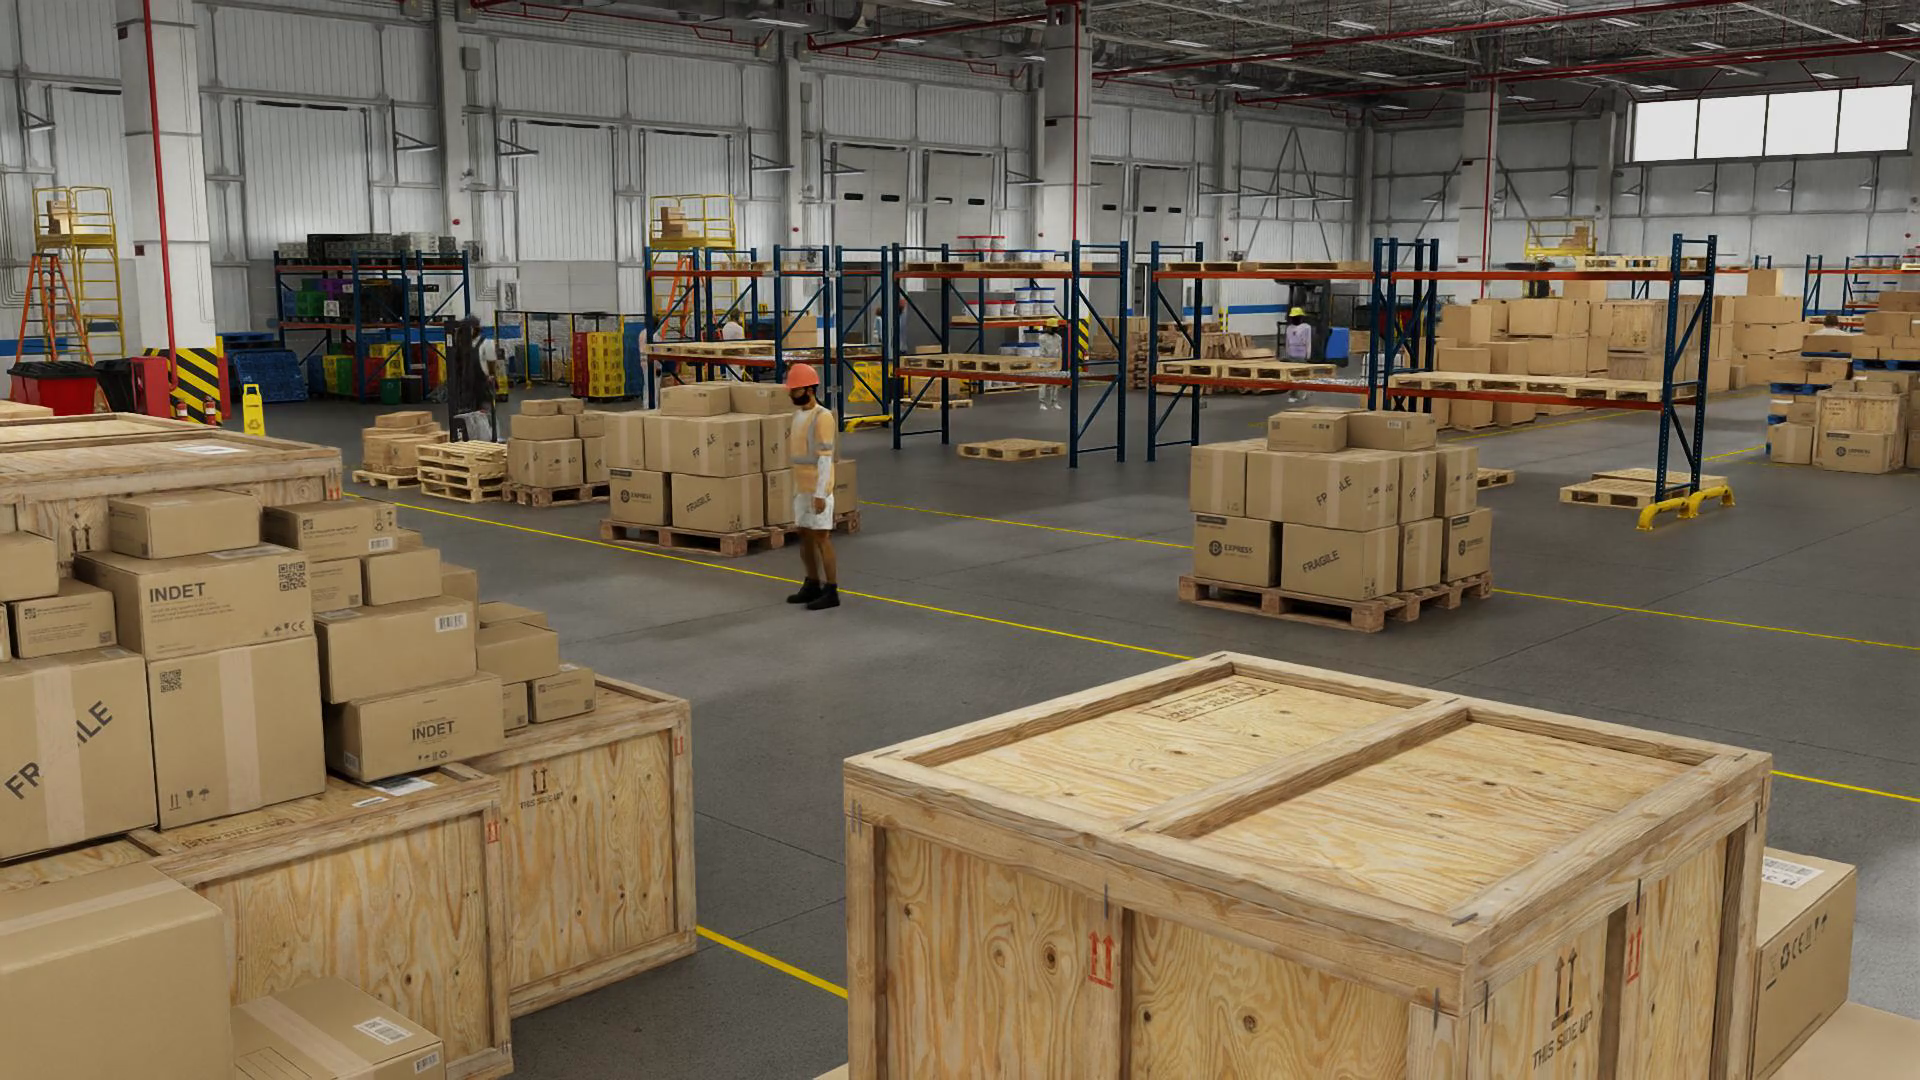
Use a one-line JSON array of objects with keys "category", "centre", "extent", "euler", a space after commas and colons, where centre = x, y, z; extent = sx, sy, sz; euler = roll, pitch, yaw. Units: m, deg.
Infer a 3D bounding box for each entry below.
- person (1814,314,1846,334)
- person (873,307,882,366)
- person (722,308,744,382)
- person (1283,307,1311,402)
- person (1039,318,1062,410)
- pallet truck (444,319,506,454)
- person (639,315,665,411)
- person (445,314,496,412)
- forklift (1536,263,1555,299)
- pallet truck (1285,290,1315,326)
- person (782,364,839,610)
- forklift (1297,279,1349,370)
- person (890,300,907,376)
[{"category": "person", "centre": [15.061, -2.973, 28.825], "extent": [0.650, 1.892, 1.032], "euler": [4, 10, 25]}, {"category": "person", "centre": [-2.156, -5.386, 44.396], "extent": [0.315, 1.633, 0.522], "euler": [0, 9, -2]}, {"category": "person", "centre": [-4.217, -3.358, 31.048], "extent": [0.366, 1.932, 0.629], "euler": [-6, 11, -35]}, {"category": "person", "centre": [6.687, -3.680, 33.071], "extent": [0.424, 1.908, 0.605], "euler": [-9, 13, -44]}, {"category": "person", "centre": [1.726, -3.328, 31.458], "extent": [0.488, 1.736, 0.323], "euler": [-5, 11, -28]}, {"category": "pallet truck", "centre": [-6.981, -1.942, 22.150], "extent": [1.885, 1.965, 0.823], "euler": [1, 9, 9]}, {"category": "person", "centre": [-5.470, -3.083, 29.632], "extent": [0.429, 1.839, 0.634], "euler": [-6, 11, -34]}, {"category": "person", "centre": [-7.370, -2.441, 25.079], "extent": [0.690, 2.000, 1.058], "euler": [3, 10, 15]}, {"category": "forklift", "centre": [16.115, -6.271, 45.992], "extent": [1.873, 2.768, 1.129], "euler": [3, 10, 17]}, {"category": "pallet truck", "centre": [11.297, -6.951, 52.861], "extent": [1.885, 1.965, 0.823], "euler": [-5, 11, -29]}, {"category": "person", "centre": [-1.186, -0.415, 13.014], "extent": [0.393, 1.926, 0.543], "euler": [-7, 11, -36]}, {"category": "forklift", "centre": [9.351, -5.927, 43.884], "extent": [1.873, 2.768, 1.129], "euler": [-8, 12, -41]}, {"category": "person", "centre": [-1.459, -5.020, 41.334], "extent": [0.963, 1.907, 0.557], "euler": [-7, 12, -38]}]
